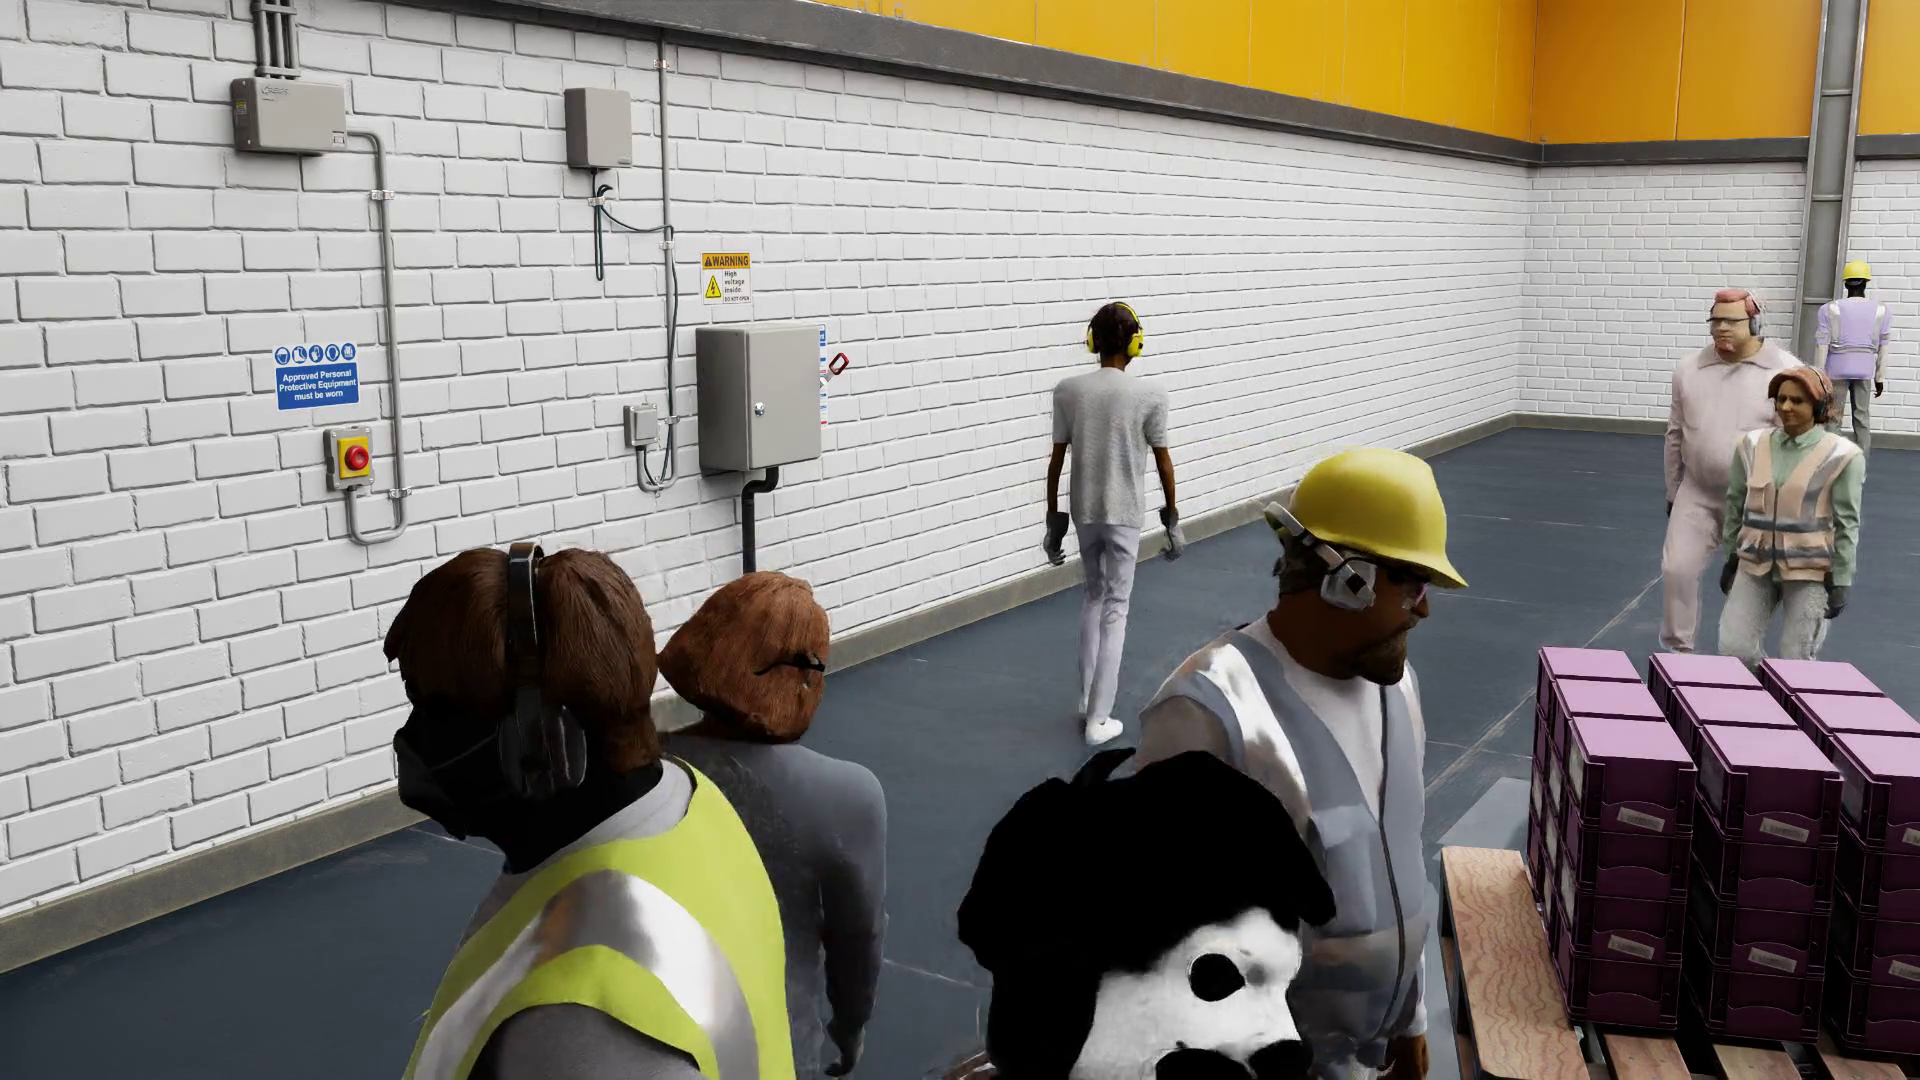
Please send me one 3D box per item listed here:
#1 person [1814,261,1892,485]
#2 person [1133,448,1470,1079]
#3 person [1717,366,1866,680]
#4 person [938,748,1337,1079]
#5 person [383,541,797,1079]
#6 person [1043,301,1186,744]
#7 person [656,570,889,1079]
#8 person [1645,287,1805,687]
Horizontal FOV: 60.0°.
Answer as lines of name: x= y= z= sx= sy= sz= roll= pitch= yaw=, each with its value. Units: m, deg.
person: x=7.640 y=-1.430 z=14.311 sx=0.592 sy=1.922 sz=0.379 roll=2 pitch=10 yaw=11
person: x=0.553 y=0.762 z=2.534 sx=0.627 sy=1.790 sz=0.576 roll=-9 pitch=14 yaw=-41
person: x=3.198 y=0.136 z=6.439 sx=0.388 sy=1.623 sz=0.536 roll=-8 pitch=13 yaw=-37
person: x=0.016 y=1.021 z=1.078 sx=0.464 sy=1.826 sz=0.714 roll=5 pitch=11 yaw=25
person: x=-0.467 y=0.898 z=1.696 sx=0.657 sy=1.820 sz=0.638 roll=0 pitch=10 yaw=0
person: x=0.663 y=-0.075 z=7.040 sx=0.527 sy=1.845 sz=0.612 roll=5 pitch=12 yaw=27
person: x=-0.371 y=0.830 z=2.724 sx=0.531 sy=1.592 sz=0.710 roll=1 pitch=10 yaw=6
person: x=3.467 y=-0.190 z=7.554 sx=0.661 sy=1.883 sz=0.663 roll=9 pitch=14 yaw=42
